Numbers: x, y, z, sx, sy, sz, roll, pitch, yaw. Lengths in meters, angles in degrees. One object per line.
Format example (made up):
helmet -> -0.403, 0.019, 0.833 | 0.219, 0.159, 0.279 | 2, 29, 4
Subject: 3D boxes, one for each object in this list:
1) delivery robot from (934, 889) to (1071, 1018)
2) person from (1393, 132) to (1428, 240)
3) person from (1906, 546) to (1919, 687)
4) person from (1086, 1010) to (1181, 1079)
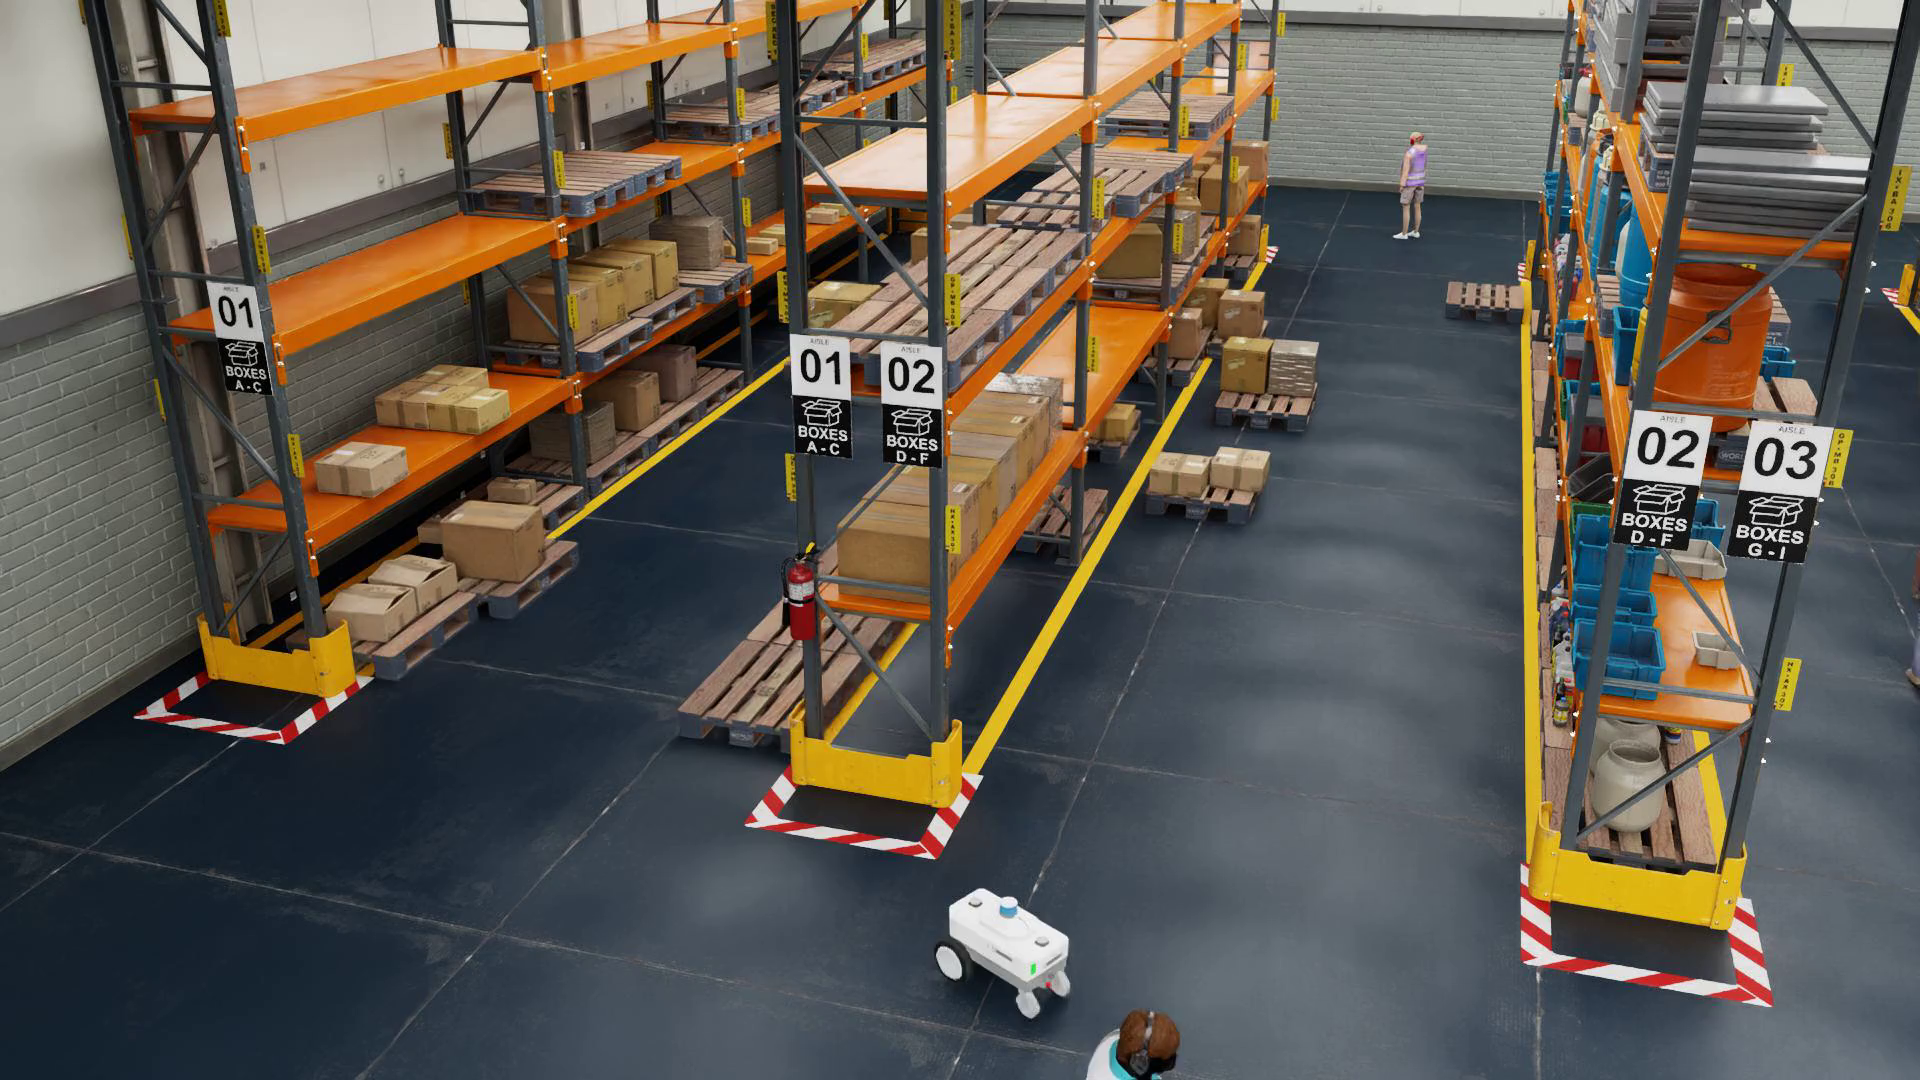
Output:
delivery robot -> 0.269, 2.291, 9.461 | 0.738, 0.563, 0.499 | 21, 31, 40
person -> 7.187, -5.623, 26.422 | 0.491, 1.688, 0.347 | -14, 27, -30
person -> 7.423, 0.355, 12.467 | 0.543, 1.750, 0.495 | 7, 24, 17
person -> 0.778, 2.702, 6.983 | 0.908, 1.793, 0.641 | -1, 23, -2
